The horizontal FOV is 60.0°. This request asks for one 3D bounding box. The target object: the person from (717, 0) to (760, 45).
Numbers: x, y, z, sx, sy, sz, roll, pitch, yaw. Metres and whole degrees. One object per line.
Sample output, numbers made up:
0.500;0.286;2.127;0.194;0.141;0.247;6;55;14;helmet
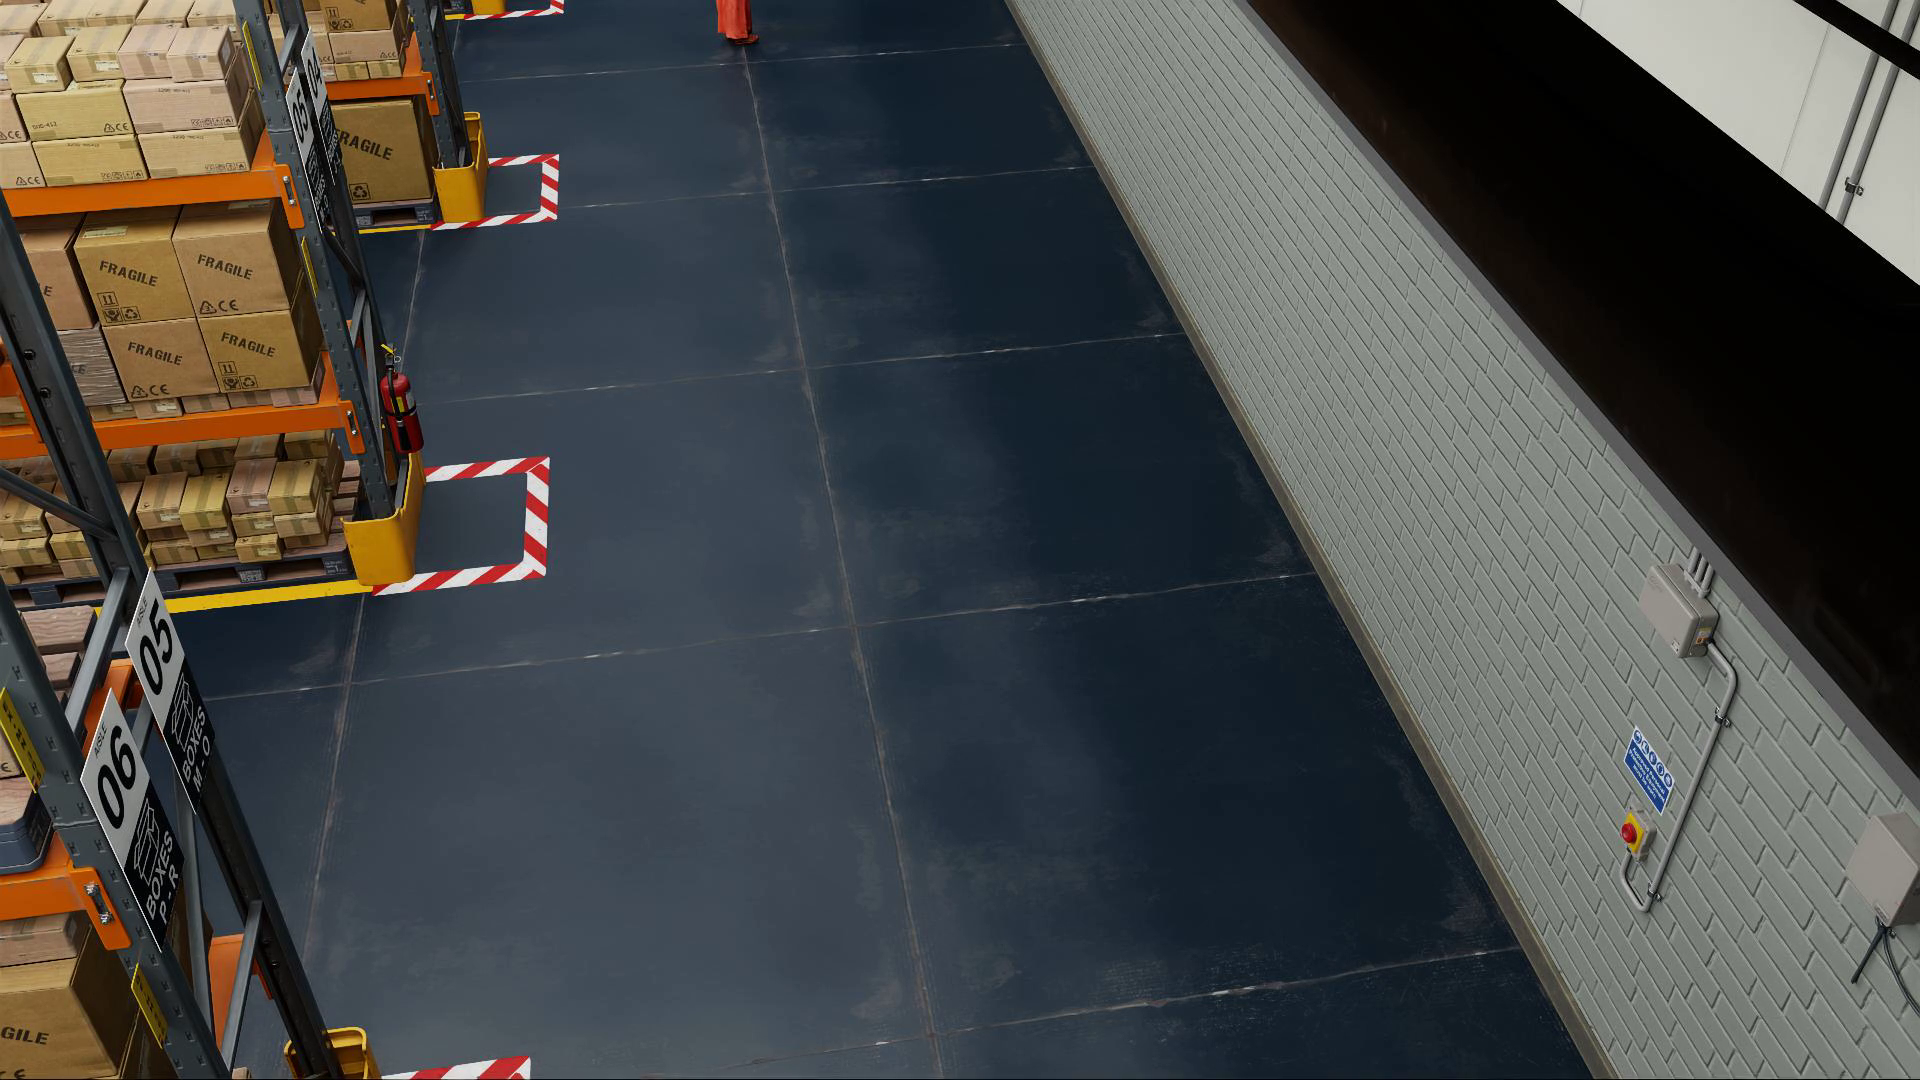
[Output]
-2.352;-6.038;17.130;0.717;1.802;0.721;-23;43;-26;person
